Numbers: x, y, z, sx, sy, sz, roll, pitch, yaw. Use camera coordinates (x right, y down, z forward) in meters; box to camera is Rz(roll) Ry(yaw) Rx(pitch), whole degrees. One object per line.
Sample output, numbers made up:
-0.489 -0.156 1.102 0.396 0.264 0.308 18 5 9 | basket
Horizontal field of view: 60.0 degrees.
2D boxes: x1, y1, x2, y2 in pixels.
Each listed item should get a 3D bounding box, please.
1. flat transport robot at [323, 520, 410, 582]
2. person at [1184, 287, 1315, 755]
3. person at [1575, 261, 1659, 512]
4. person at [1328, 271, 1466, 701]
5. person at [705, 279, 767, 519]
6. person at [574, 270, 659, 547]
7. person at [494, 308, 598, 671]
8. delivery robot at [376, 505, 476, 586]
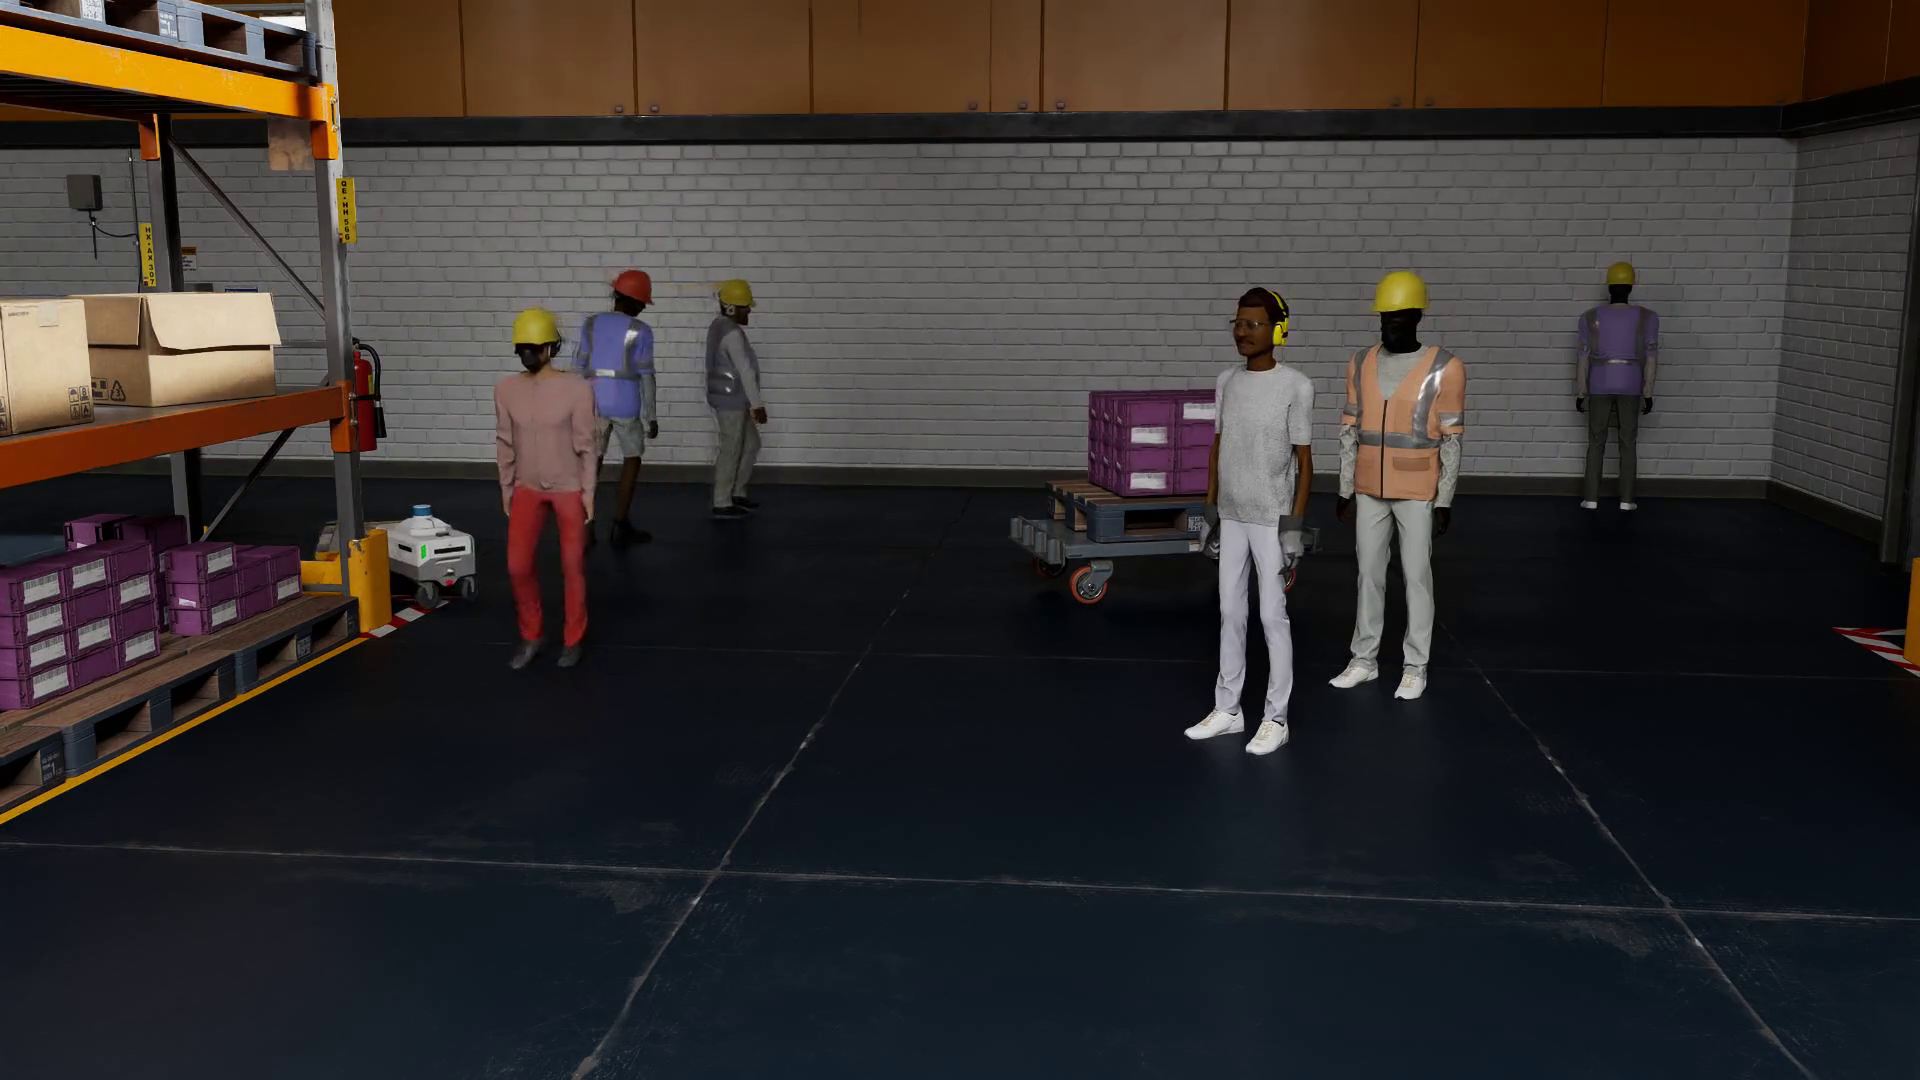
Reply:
-3.704 0.057 10.550 0.652 0.197 1.431 -3 10 -17 | flat transport robot
1.179 -0.077 6.729 0.328 1.876 0.513 -9 14 -43 | person
5.063 -1.176 12.860 0.589 1.929 0.365 3 10 19 | person
1.969 -0.242 7.525 0.588 1.927 0.370 9 13 41 | person
-1.642 -1.043 12.456 0.542 1.802 0.599 -3 10 -15 | person
-2.392 -0.892 11.382 0.642 1.886 0.515 3 10 15 | person
-1.971 -0.228 7.949 0.540 1.747 0.505 1 10 6 | person
-3.079 0.040 9.563 0.477 0.478 0.707 -8 13 -40 | delivery robot
